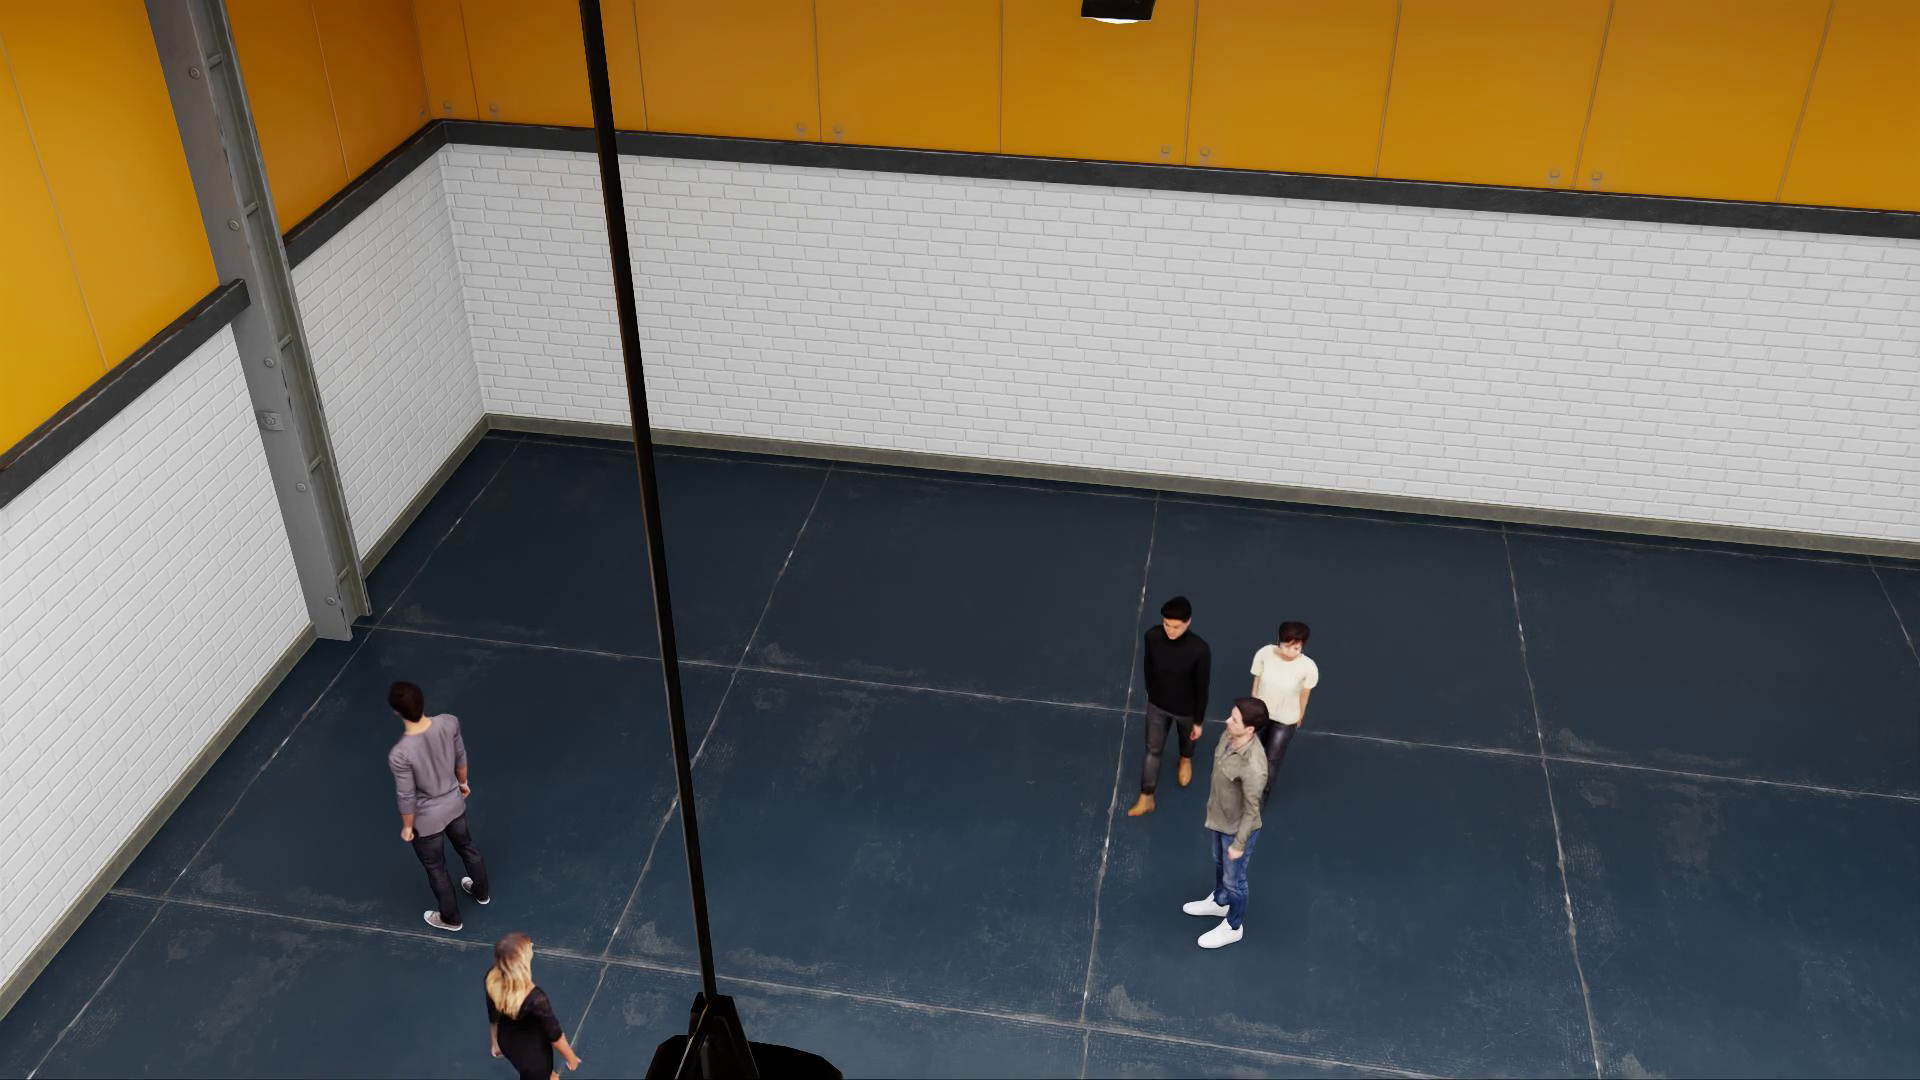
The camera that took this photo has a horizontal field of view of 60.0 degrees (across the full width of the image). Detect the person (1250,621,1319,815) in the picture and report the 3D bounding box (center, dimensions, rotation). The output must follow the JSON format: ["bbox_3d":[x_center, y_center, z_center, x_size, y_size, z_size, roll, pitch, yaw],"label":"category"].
[{"bbox_3d":[2.145,1.132,11.187,0.801,1.568,0.940,18,38,25],"label":"person"}]

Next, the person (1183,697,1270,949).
[{"bbox_3d":[1.672,1.691,10.078,0.835,1.865,0.660,-5,34,-8],"label":"person"}]

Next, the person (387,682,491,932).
[{"bbox_3d":[-3.212,1.621,10.197,0.802,1.850,0.626,19,38,27],"label":"person"}]

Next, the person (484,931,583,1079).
[{"bbox_3d":[-2.321,2.740,8.692,0.800,1.651,0.967,20,39,28],"label":"person"}]

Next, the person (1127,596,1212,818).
[{"bbox_3d":[1.482,1.036,11.229,0.903,1.681,1.172,15,36,21],"label":"person"}]
